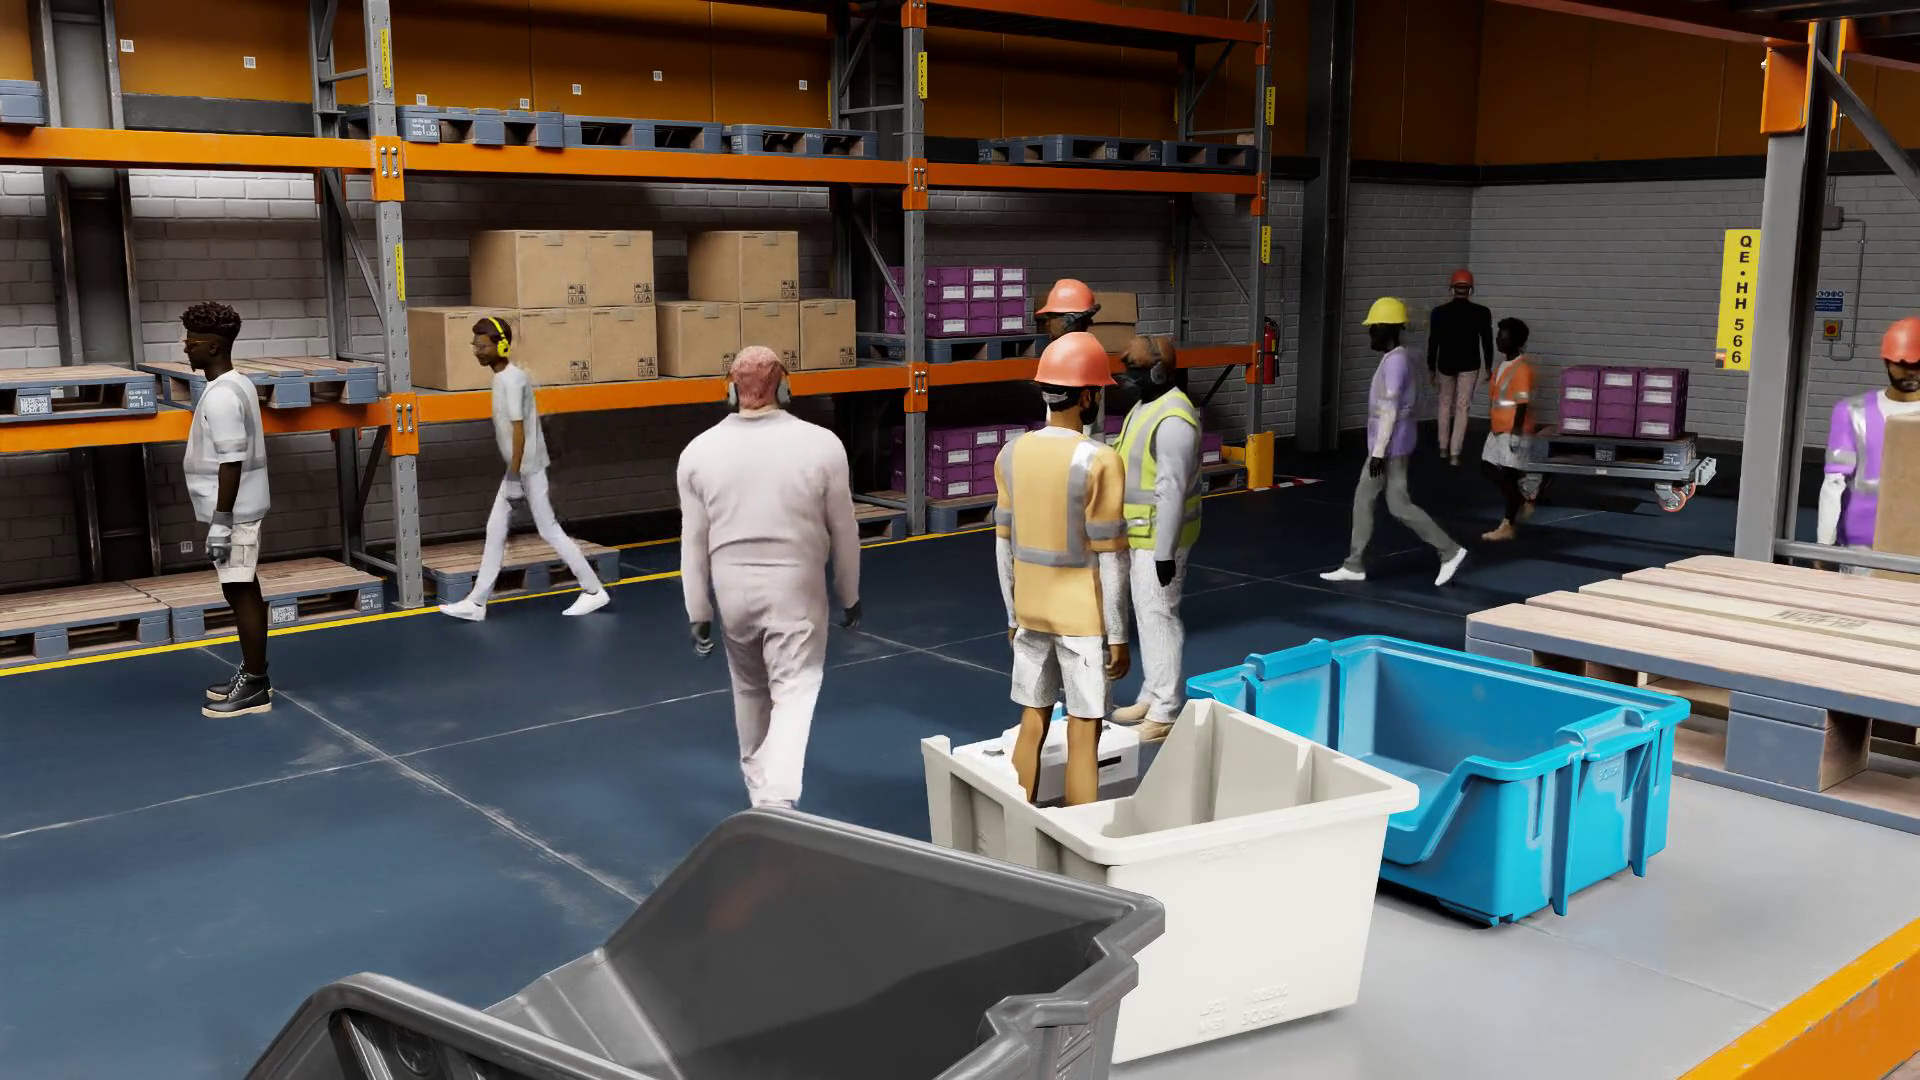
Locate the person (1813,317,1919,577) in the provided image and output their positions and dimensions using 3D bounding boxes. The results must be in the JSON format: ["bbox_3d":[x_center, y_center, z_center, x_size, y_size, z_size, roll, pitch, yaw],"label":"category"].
[{"bbox_3d":[4.024,0.007,7.213,0.557,1.916,0.705,5,11,28],"label":"person"}]

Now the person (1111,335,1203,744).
[{"bbox_3d":[0.870,-0.005,7.515,0.429,1.837,0.630,-1,10,-5],"label":"person"}]

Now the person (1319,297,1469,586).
[{"bbox_3d":[2.867,-0.632,10.847,0.878,1.901,0.586,1,10,7],"label":"person"}]

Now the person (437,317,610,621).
[{"bbox_3d":[-2.587,-0.406,9.842,1.003,1.818,0.571,-5,11,-27],"label":"person"}]

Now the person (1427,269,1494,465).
[{"bbox_3d":[5.148,-1.778,17.061,0.621,1.958,0.895,5,11,26],"label":"person"}]

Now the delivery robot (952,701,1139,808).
[{"bbox_3d":[0.324,0.833,6.122,0.707,0.478,0.477,-8,13,-37],"label":"delivery robot"}]

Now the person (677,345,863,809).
[{"bbox_3d":[-0.714,0.216,6.179,0.647,1.869,0.942,1,10,8],"label":"person"}]

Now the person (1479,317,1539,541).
[{"bbox_3d":[4.134,-0.824,12.469,0.393,1.685,0.550,0,10,-2],"label":"person"}]

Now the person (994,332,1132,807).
[{"bbox_3d":[0.376,0.257,5.740,0.549,1.937,0.358,9,14,42],"label":"person"}]

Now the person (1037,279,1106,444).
[{"bbox_3d":[0.600,-0.379,9.002,0.386,2.045,0.605,1,10,8],"label":"person"}]

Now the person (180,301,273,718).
[{"bbox_3d":[-3.484,-0.147,7.921,0.367,1.966,0.606,-3,11,-18],"label":"person"}]
